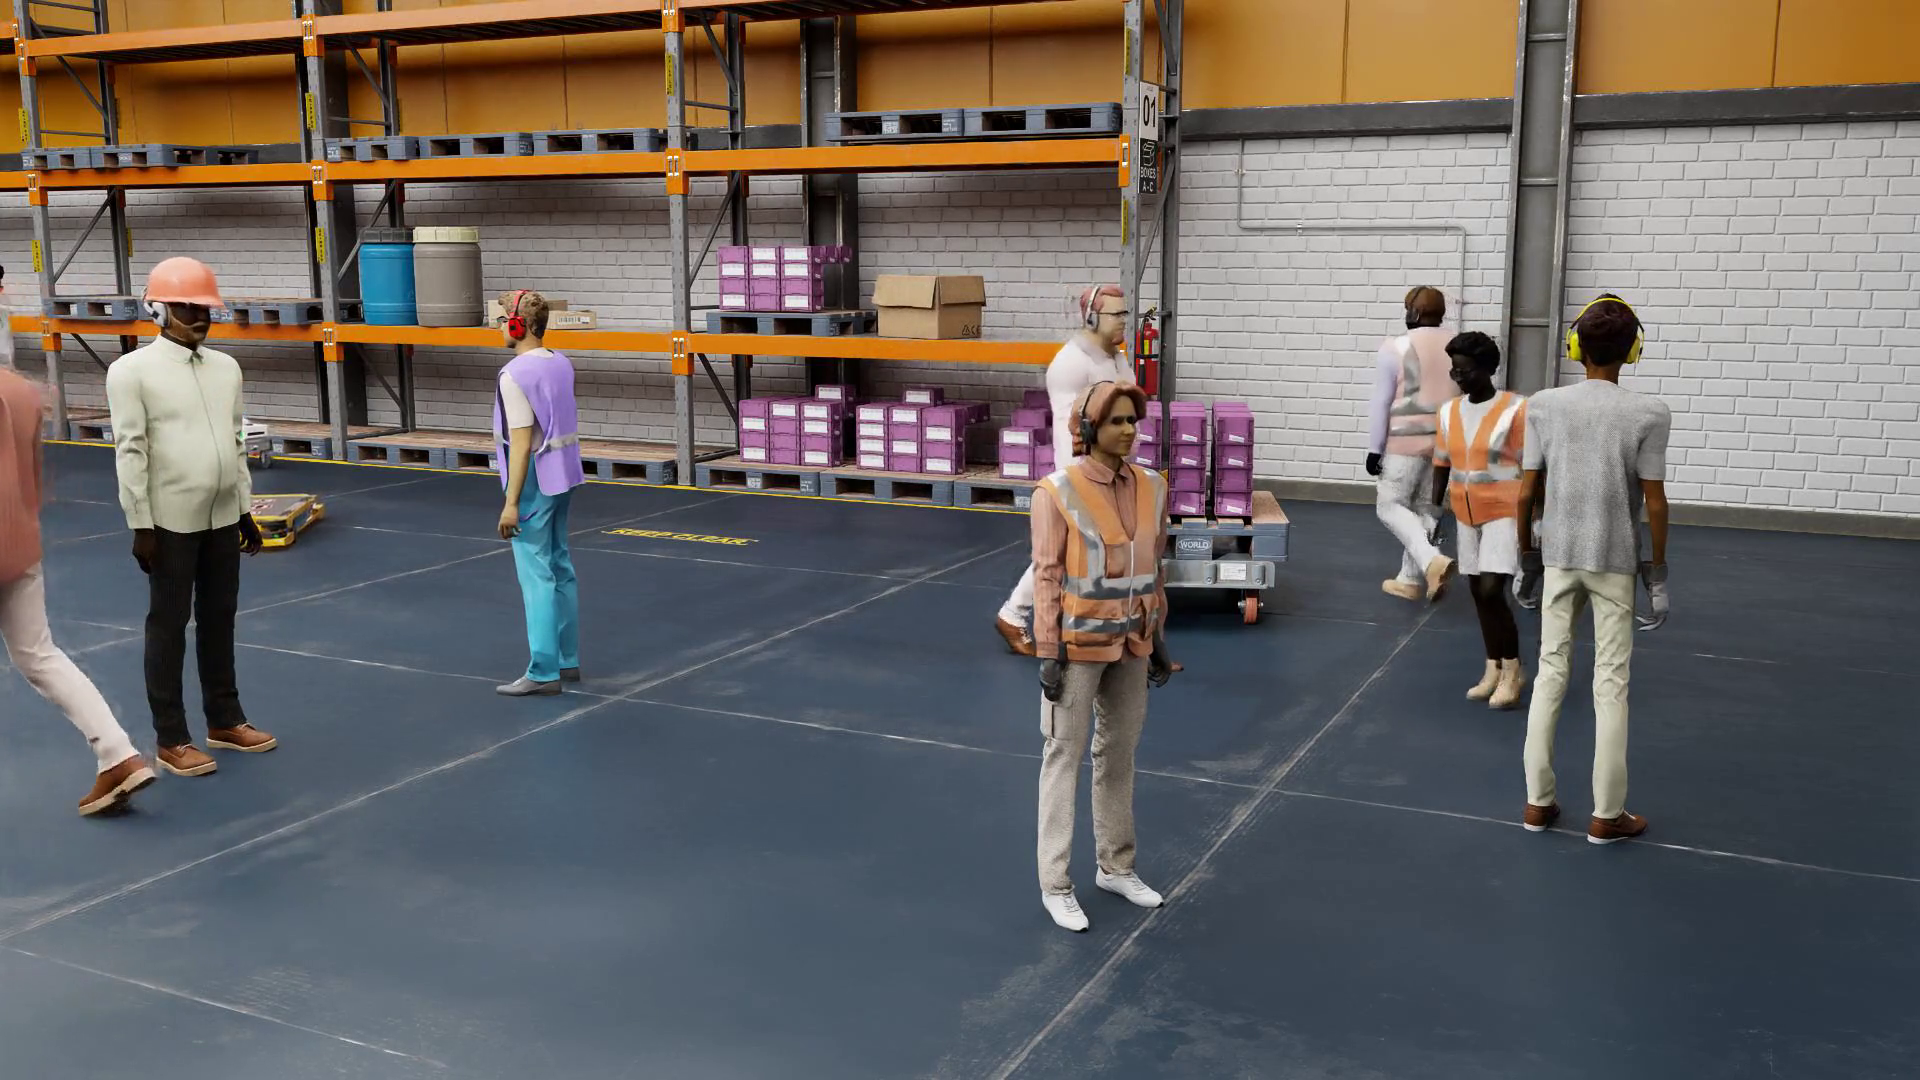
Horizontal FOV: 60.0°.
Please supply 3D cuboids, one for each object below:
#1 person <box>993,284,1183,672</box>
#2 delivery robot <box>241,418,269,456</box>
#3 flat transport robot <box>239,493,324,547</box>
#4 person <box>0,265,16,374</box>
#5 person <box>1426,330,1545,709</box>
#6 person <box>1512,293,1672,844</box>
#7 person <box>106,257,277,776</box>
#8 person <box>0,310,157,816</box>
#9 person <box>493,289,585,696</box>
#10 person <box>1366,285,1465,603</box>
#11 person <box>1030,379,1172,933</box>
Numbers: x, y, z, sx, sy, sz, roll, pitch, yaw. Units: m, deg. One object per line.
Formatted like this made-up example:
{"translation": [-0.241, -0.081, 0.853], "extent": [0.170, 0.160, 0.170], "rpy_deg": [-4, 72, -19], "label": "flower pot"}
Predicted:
{"translation": [0.609, -0.309, 8.093], "extent": [0.959, 1.871, 0.644], "rpy_deg": [8, 12, 37], "label": "person"}
{"translation": [-6.733, -0.974, 15.371], "extent": [0.707, 0.478, 0.477], "rpy_deg": [6, 11, 29], "label": "delivery robot"}
{"translation": [-4.966, -0.151, 11.741], "extent": [0.652, 0.197, 1.431], "rpy_deg": [-2, 10, -10], "label": "flat transport robot"}
{"translation": [-7.386, -1.160, 12.685], "extent": [0.380, 1.958, 0.603], "rpy_deg": [1, 10, 3], "label": "person"}
{"translation": [2.326, -0.095, 7.392], "extent": [0.442, 1.670, 0.549], "rpy_deg": [-6, 12, -31], "label": "person"}
{"translation": [2.166, 0.102, 5.706], "extent": [0.531, 1.874, 0.315], "rpy_deg": [8, 13, 38], "label": "person"}
{"translation": [-2.998, -0.097, 6.503], "extent": [0.377, 1.994, 0.611], "rpy_deg": [4, 11, 20], "label": "person"}
{"translation": [-3.367, 0.047, 5.786], "extent": [0.960, 1.960, 0.632], "rpy_deg": [2, 10, 9], "label": "person"}
{"translation": [-1.916, -0.211, 7.576], "extent": [0.380, 1.845, 0.570], "rpy_deg": [2, 10, 10], "label": "person"}
{"translation": [2.628, -0.524, 9.432], "extent": [0.636, 1.827, 0.671], "rpy_deg": [-4, 11, -21], "label": "person"}
{"translation": [0.423, 0.337, 5.022], "extent": [0.512, 1.645, 0.307], "rpy_deg": [-7, 12, -36], "label": "person"}
